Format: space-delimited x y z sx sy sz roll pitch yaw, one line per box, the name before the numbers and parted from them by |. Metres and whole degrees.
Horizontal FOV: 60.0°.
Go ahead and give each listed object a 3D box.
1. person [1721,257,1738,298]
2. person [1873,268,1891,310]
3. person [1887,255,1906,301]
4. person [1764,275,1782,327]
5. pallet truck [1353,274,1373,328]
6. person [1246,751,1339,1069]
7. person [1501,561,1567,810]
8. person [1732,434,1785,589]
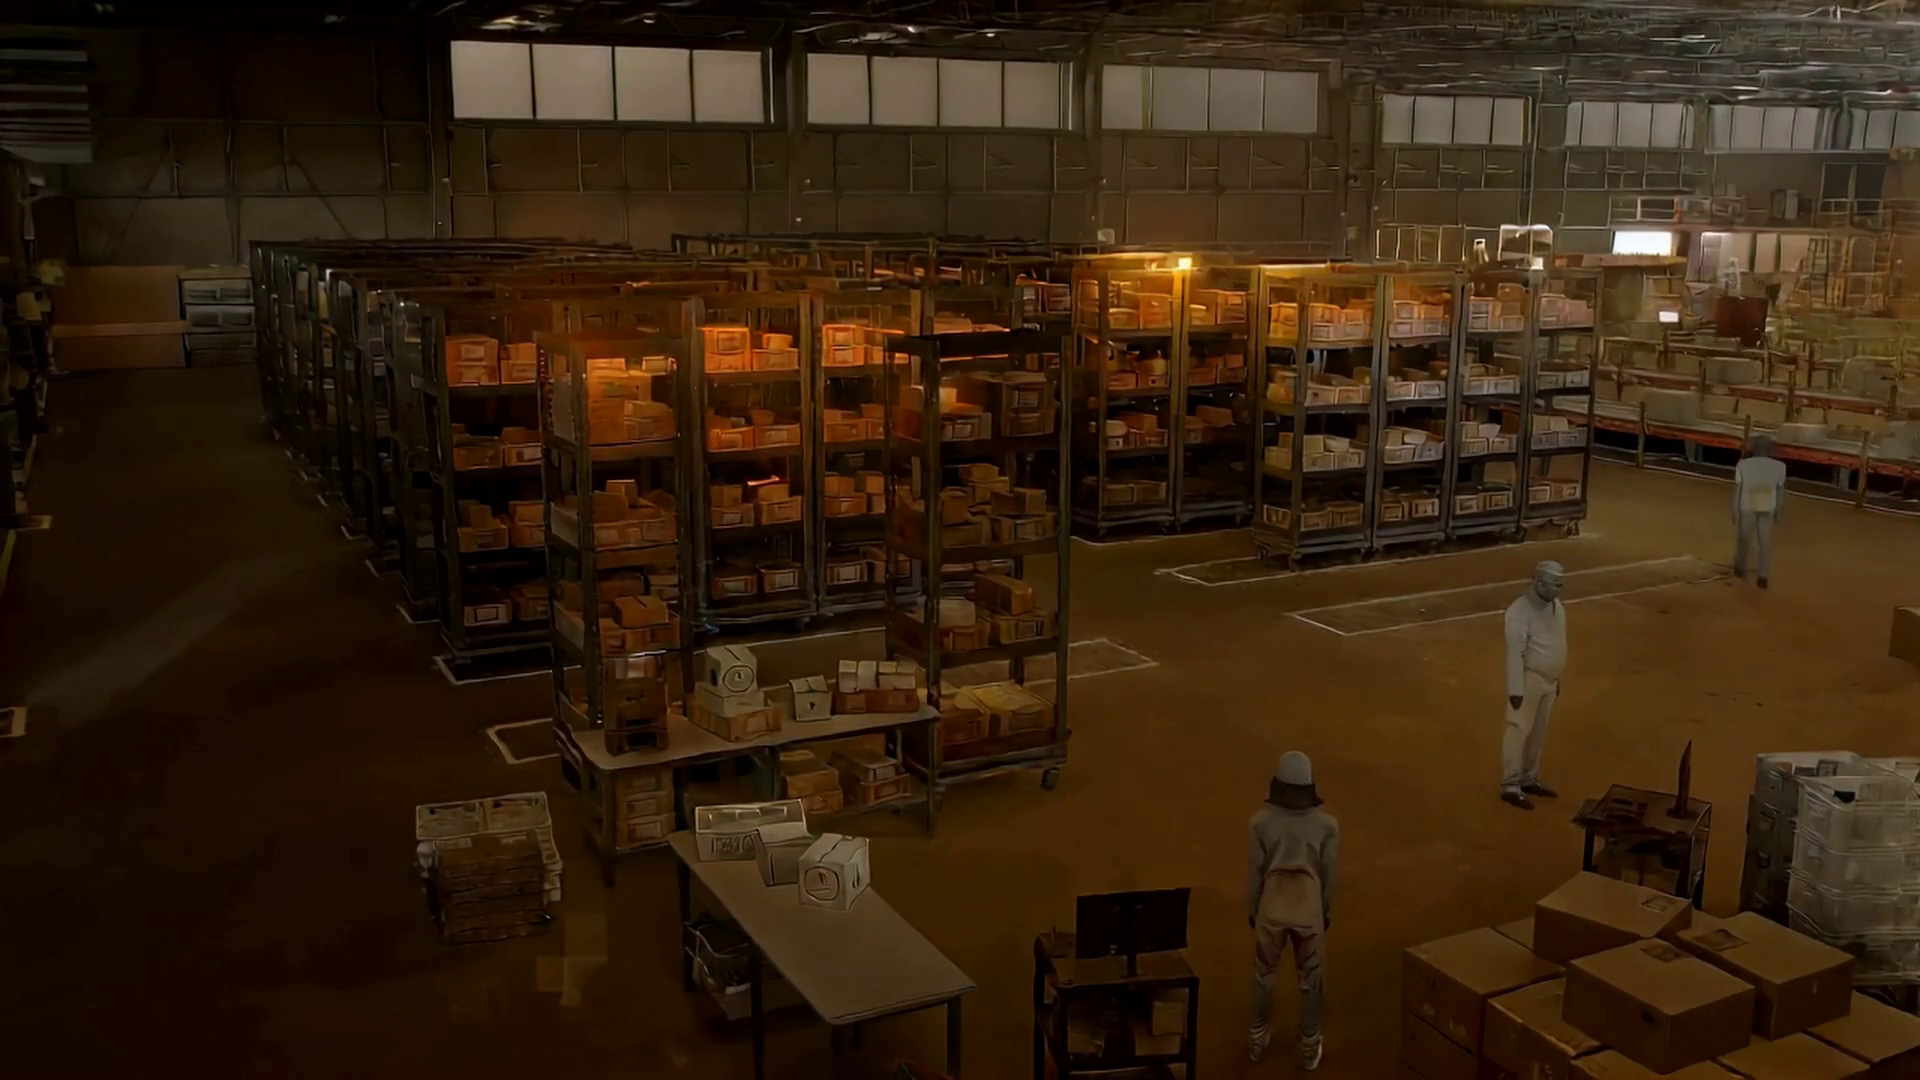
person | 30.554 -10.288 66.032 0.598 1.866 0.619 4 13 18
person | 33.127 -8.903 59.800 0.519 1.761 0.335 7 14 30
person | 38.198 -10.648 67.647 0.605 1.880 0.947 -6 13 -25
person | 26.011 -7.551 53.261 0.511 1.855 0.448 3 12 14
pallet truck | 13.011 -8.050 55.243 0.823 1.965 1.885 -7 14 -28
person | 1.777 1.981 8.963 0.482 1.736 0.348 3 12 12
person | 4.413 1.089 12.724 0.638 1.903 0.409 -11 16 -41
person | 9.452 -0.351 19.696 0.578 1.810 0.916 2 12 11
